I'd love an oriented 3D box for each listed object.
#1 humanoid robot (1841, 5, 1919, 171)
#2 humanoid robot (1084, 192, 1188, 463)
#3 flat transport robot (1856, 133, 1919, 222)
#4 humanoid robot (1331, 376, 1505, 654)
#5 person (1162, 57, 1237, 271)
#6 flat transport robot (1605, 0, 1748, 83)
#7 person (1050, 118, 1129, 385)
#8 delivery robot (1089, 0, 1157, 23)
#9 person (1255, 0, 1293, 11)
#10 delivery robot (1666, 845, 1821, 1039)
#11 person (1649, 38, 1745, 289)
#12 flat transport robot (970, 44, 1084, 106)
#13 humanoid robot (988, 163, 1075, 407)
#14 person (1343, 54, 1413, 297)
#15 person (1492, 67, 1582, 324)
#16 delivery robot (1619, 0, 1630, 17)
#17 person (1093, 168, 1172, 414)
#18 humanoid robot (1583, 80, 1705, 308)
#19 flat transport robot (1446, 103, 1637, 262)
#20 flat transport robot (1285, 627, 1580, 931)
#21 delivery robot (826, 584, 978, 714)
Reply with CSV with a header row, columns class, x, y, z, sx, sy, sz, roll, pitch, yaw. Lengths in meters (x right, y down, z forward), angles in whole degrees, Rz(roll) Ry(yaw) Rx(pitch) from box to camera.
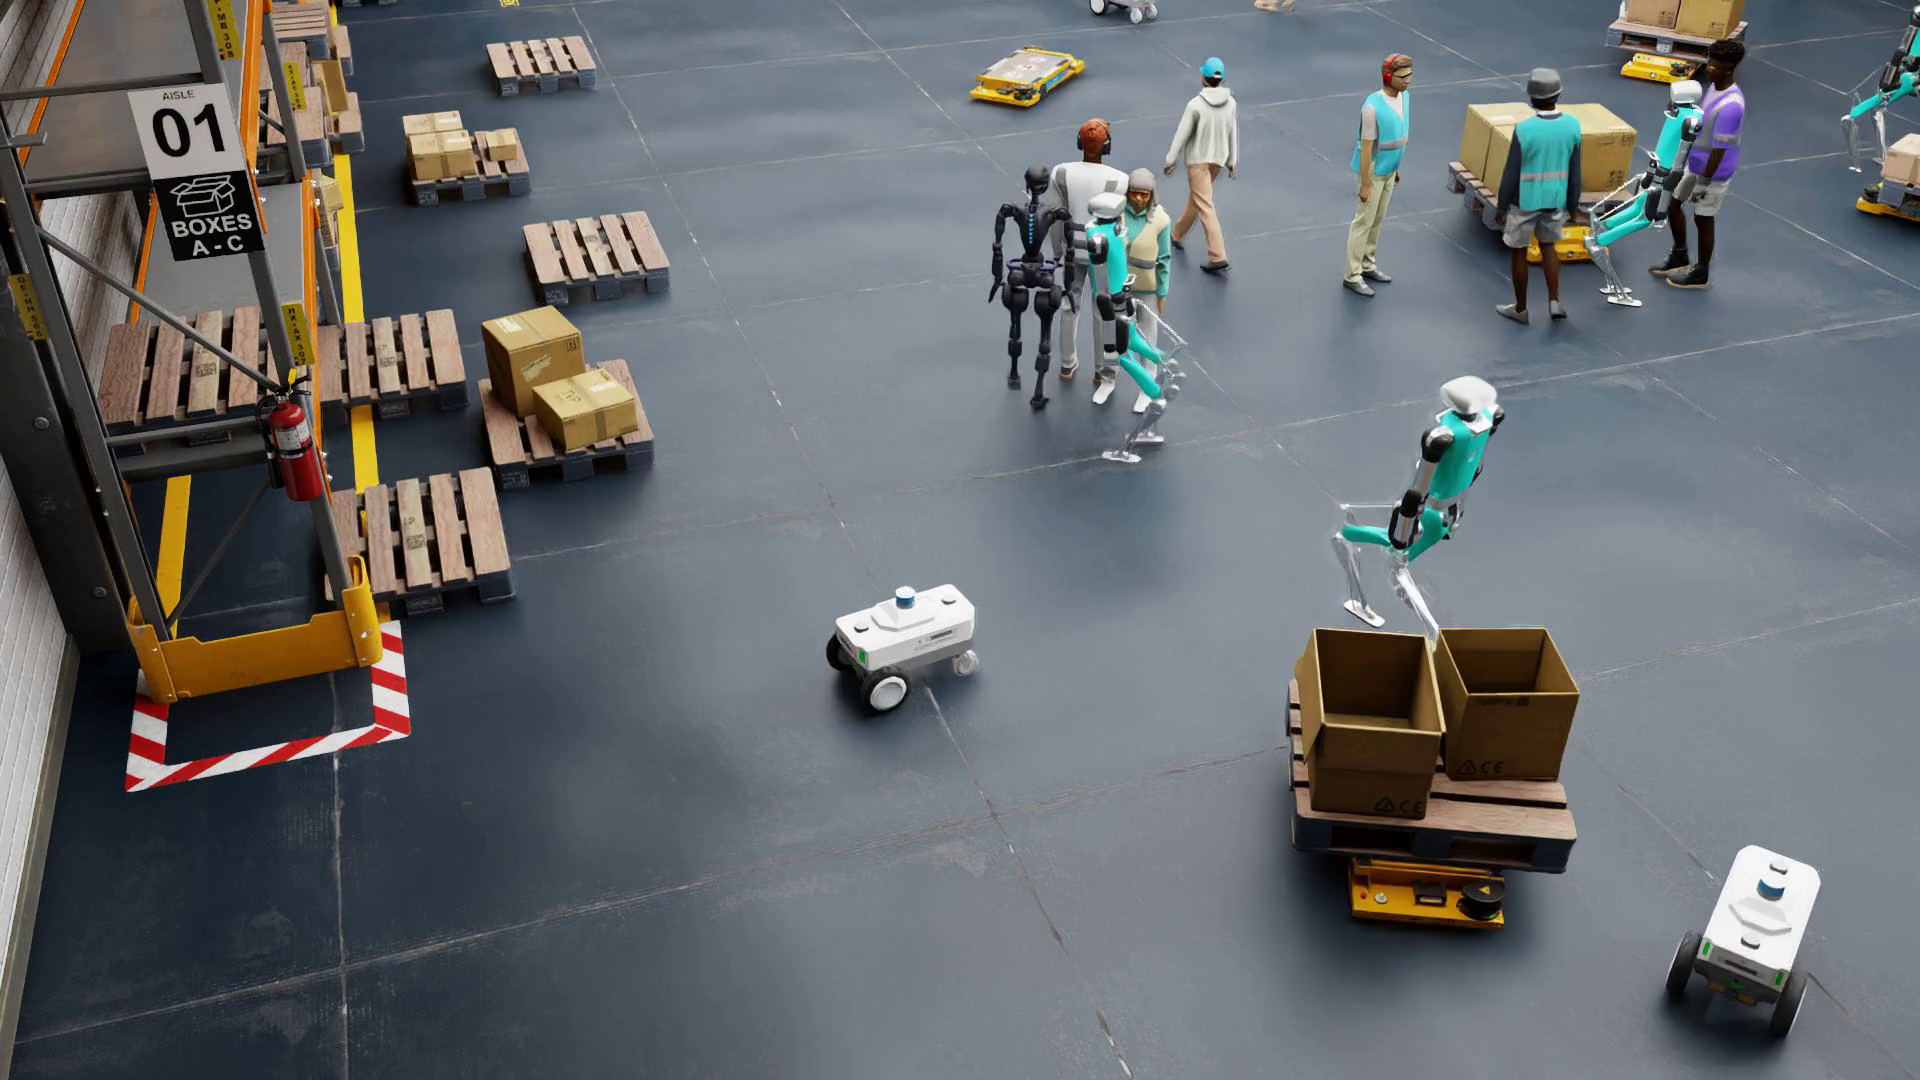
class,x,y,z,sx,sy,sz,roll,pitch,yaw
humanoid robot,8.340,-4.147,14.886,0.530,1.780,0.730,-14,35,-20
humanoid robot,1.161,-1.323,10.520,0.810,1.732,0.540,9,34,13
flat transport robot,8.501,-2.800,14.153,1.431,0.231,0.659,28,42,36
humanoid robot,2.335,-0.155,8.756,0.531,1.730,1.014,-23,40,-31
person,1.935,-2.987,13.197,0.531,1.618,0.895,-15,36,-21
flat transport robot,7.623,-5.193,17.823,0.659,0.231,1.431,20,38,28
person,0.891,-1.960,11.389,0.572,1.882,0.357,12,35,18
delivery robot,1.922,-6.368,19.361,0.499,0.592,0.774,-28,42,-35
person,3.729,-7.018,19.170,0.550,1.854,0.472,26,41,34
delivery robot,3.368,1.653,7.041,0.499,0.572,0.747,20,38,28
person,5.668,-2.848,12.684,0.561,1.949,0.654,6,34,9
flat transport robot,0.706,-4.819,17.249,0.659,0.231,1.431,15,36,22
humanoid robot,0.479,-1.717,11.222,0.609,1.640,0.483,5,33,8
person,3.191,-2.804,12.715,0.386,1.845,0.567,23,40,31
person,4.225,-2.479,12.162,0.602,1.905,0.551,-5,33,-8
delivery robot,7.842,-6.054,18.866,0.499,0.576,0.768,3,33,5
person,1.173,-1.674,11.117,0.479,1.704,0.369,14,36,21
humanoid robot,4.974,-2.565,12.326,0.735,1.677,0.533,3,33,5
flat transport robot,4.843,-2.717,14.026,0.659,0.231,1.431,-4,33,-6
flat transport robot,2.155,1.259,7.928,0.659,0.231,1.431,4,33,6
delivery robot,-0.298,0.520,8.791,0.773,0.586,0.499,-17,37,-24
